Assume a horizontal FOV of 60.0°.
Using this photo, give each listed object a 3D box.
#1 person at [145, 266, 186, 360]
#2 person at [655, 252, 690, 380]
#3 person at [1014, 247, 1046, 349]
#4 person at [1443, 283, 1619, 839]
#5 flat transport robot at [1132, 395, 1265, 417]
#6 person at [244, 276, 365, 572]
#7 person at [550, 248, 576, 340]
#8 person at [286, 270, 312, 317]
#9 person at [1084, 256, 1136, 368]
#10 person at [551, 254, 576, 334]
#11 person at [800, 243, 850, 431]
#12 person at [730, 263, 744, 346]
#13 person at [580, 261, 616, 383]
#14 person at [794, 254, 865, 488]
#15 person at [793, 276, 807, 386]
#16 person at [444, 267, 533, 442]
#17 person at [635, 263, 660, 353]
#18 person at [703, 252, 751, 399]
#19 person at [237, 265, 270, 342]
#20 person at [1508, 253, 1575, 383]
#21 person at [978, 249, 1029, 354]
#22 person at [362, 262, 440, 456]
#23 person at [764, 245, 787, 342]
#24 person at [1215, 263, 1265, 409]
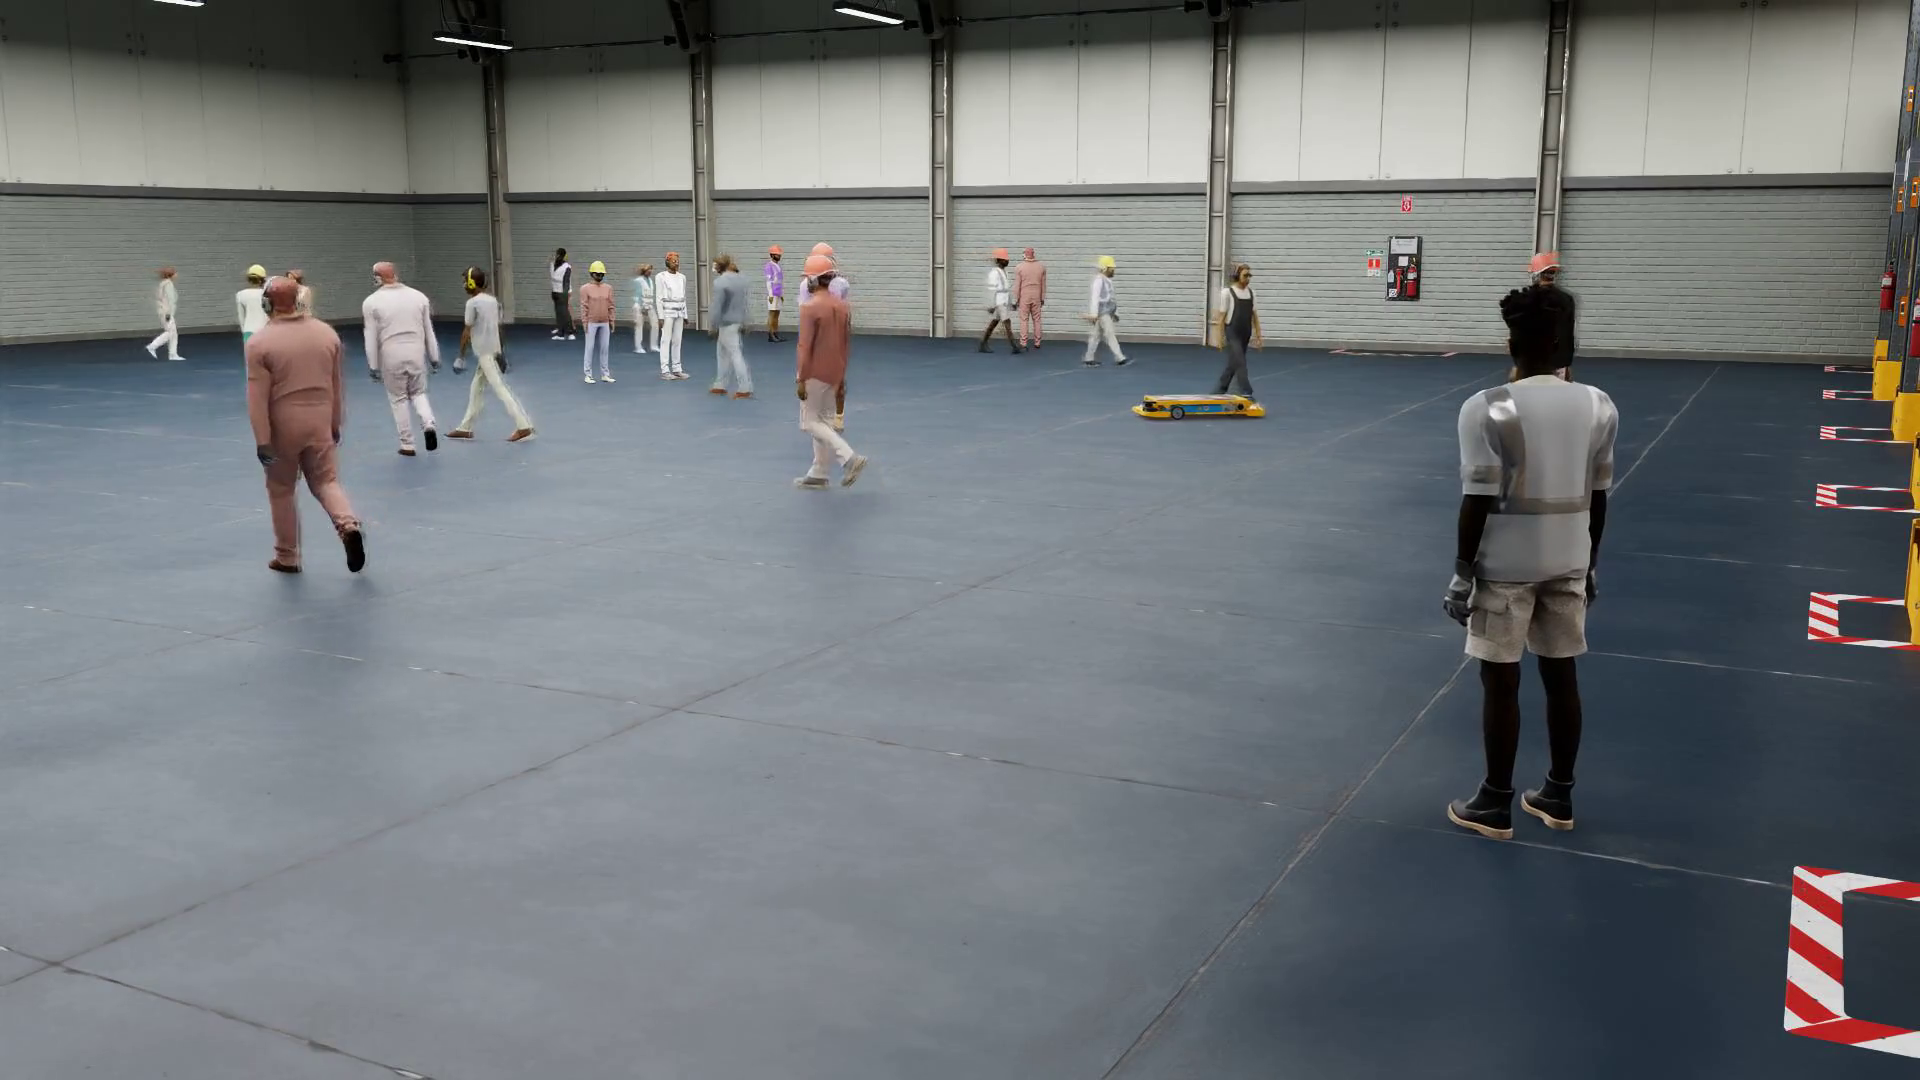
[{"bbox_3d":[-13.517,-3.838,28.235,0.550,1.617,0.521,-6,12,-28],"label":"person"},{"bbox_3d":[-4.259,-3.321,24.672,0.355,1.883,0.573,7,13,35],"label":"person"},{"bbox_3d":[1.303,-4.559,31.376,0.639,1.904,0.409,-4,11,-20],"label":"person"},{"bbox_3d":[2.003,0.083,5.888,0.609,1.963,0.369,-3,11,-15],"label":"person"},{"bbox_3d":[2.805,-1.586,19.608,1.431,0.197,0.652,-1,10,-7],"label":"flat transport robot"},{"bbox_3d":[-4.108,-0.698,10.372,0.757,1.885,0.657,9,13,39],"label":"person"},{"bbox_3d":[-8.125,-5.007,33.912,0.375,1.877,0.692,-10,14,-43],"label":"person"},{"bbox_3d":[-10.095,-3.295,25.322,0.515,1.593,0.860,3,11,15],"label":"person"},{"bbox_3d":[2.400,-3.661,26.784,0.915,1.779,0.621,4,11,21],"label":"person"},{"bbox_3d":[-8.610,-5.319,35.958,0.726,1.744,0.537,4,11,22],"label":"person"},{"bbox_3d":[-1.478,-2.175,17.988,0.608,2.044,0.377,-8,13,-38],"label":"person"},{"bbox_3d":[-4.409,-4.561,32.187,0.329,1.615,0.596,-8,13,-36],"label":"person"},{"bbox_3d":[-5.223,-3.140,24.039,0.522,1.759,0.349,-9,14,-41],"label":"person"},{"bbox_3d":[-1.102,-1.380,13.843,0.678,1.972,0.628,6,12,29],"label":"person"},{"bbox_3d":[-2.096,-3.003,23.784,0.500,1.580,0.902,4,11,20],"label":"person"},{"bbox_3d":[-4.917,-1.906,17.201,1.026,1.806,0.549,2,11,12],"label":"person"},{"bbox_3d":[-5.646,-4.174,30.055,0.606,1.619,0.535,5,11,24],"label":"person"},{"bbox_3d":[-3.108,-2.774,21.615,0.873,1.904,0.652,3,11,17],"label":"person"},{"bbox_3d":[-9.013,-2.665,21.467,0.532,1.740,0.723,0,10,-1],"label":"person"},{"bbox_3d":[5.241,-1.598,15.105,0.653,1.972,0.642,-4,11,-22],"label":"person"},{"bbox_3d":[0.745,-4.280,29.901,0.996,1.890,0.546,3,11,17],"label":"person"},{"bbox_3d":[-5.368,-1.732,16.026,0.721,1.876,0.487,-9,13,-39],"label":"person"},{"bbox_3d":[-3.683,-4.932,33.308,0.361,1.938,0.545,3,11,18],"label":"person"},{"bbox_3d":[3.417,-2.493,20.410,0.531,1.798,0.988,-7,12,-32],"label":"person"}]
